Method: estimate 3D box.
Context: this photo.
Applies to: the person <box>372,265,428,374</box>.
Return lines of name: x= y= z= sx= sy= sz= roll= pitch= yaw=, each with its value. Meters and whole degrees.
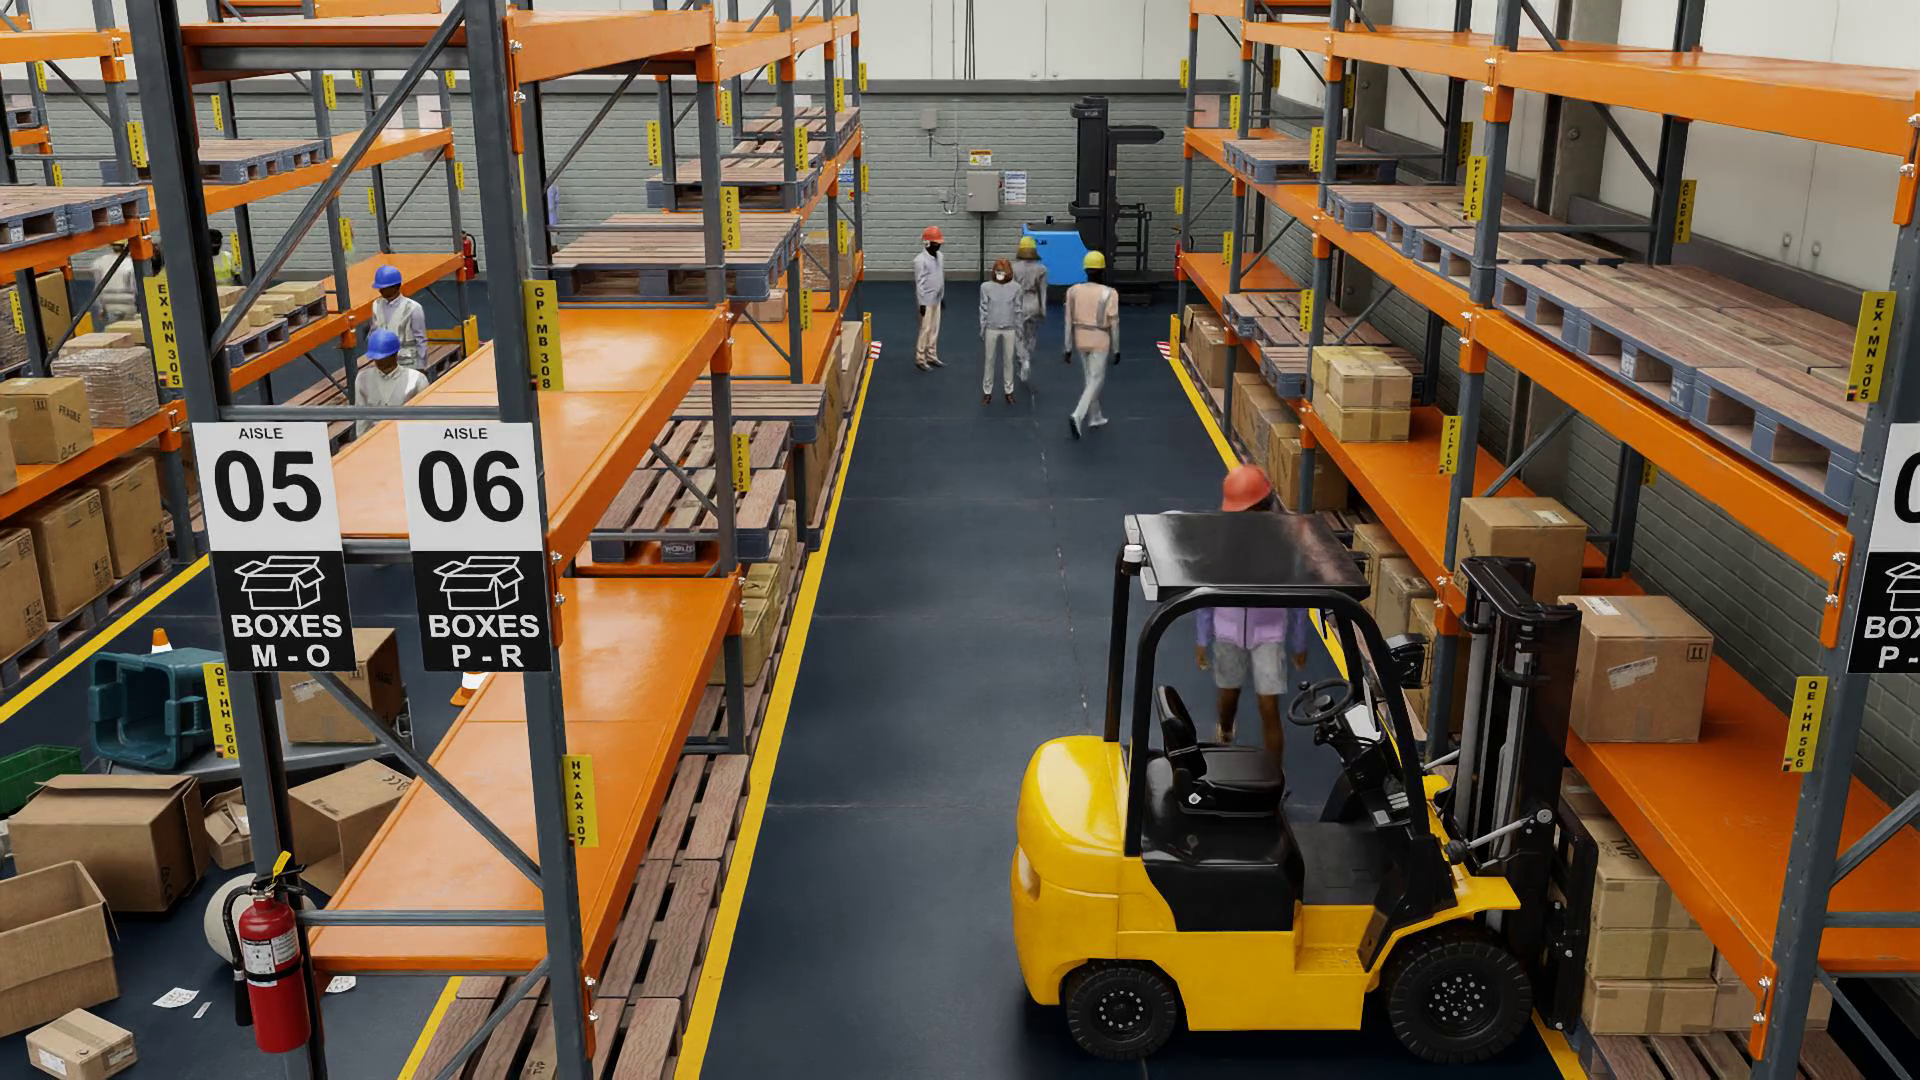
person: x=-5.421 y=-1.694 z=16.092 sx=0.602 sy=1.938 sz=0.401 roll=7 pitch=20 yaw=21

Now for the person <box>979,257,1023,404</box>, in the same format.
person: x=0.454 y=-2.321 z=18.464 sx=0.497 sy=1.633 sz=0.279 roll=-1 pitch=18 yaw=-2

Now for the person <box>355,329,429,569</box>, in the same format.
person: x=-4.449 y=-0.712 z=13.121 sx=0.602 sy=1.938 sz=0.401 roll=0 pitch=18 yaw=-1

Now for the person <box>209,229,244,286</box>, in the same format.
person: x=-8.967 y=-2.946 z=20.273 sx=0.515 sy=1.672 sz=0.552 roll=8 pitch=20 yaw=24

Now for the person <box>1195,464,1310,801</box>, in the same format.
person: x=1.652 y=0.499 z=9.367 sx=0.624 sy=2.024 sz=0.663 roll=6 pitch=19 yaw=19

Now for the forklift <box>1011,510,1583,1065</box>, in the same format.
forklift: x=1.387 y=1.055 z=7.378 sx=2.313 sy=2.155 sz=1.214 roll=0 pitch=18 yaw=0

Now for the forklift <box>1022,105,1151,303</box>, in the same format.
forklift: x=1.857 y=-4.944 z=24.441 sx=1.873 sy=2.768 sz=1.129 roll=0 pitch=18 yaw=0

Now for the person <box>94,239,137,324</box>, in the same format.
person: x=-9.754 y=-2.693 z=19.339 sx=0.609 sy=1.799 sz=0.662 roll=2 pitch=18 yaw=5

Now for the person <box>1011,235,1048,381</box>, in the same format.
person: x=0.790 y=-2.662 z=19.362 sx=0.525 sy=1.714 sz=0.615 roll=-4 pitch=19 yaw=-13

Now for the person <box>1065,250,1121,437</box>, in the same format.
person: x=1.338 y=-2.028 z=17.164 sx=0.594 sy=1.902 sz=0.861 roll=13 pitch=22 yaw=33

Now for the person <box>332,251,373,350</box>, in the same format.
person: x=-7.884 y=-3.275 z=21.359 sx=0.561 sy=1.616 sz=0.521 roll=-14 pitch=23 yaw=-35

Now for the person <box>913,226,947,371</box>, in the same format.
person: x=-0.339 y=-2.922 z=20.113 sx=0.361 sy=1.740 sz=0.567 roll=10 pitch=21 yaw=27
